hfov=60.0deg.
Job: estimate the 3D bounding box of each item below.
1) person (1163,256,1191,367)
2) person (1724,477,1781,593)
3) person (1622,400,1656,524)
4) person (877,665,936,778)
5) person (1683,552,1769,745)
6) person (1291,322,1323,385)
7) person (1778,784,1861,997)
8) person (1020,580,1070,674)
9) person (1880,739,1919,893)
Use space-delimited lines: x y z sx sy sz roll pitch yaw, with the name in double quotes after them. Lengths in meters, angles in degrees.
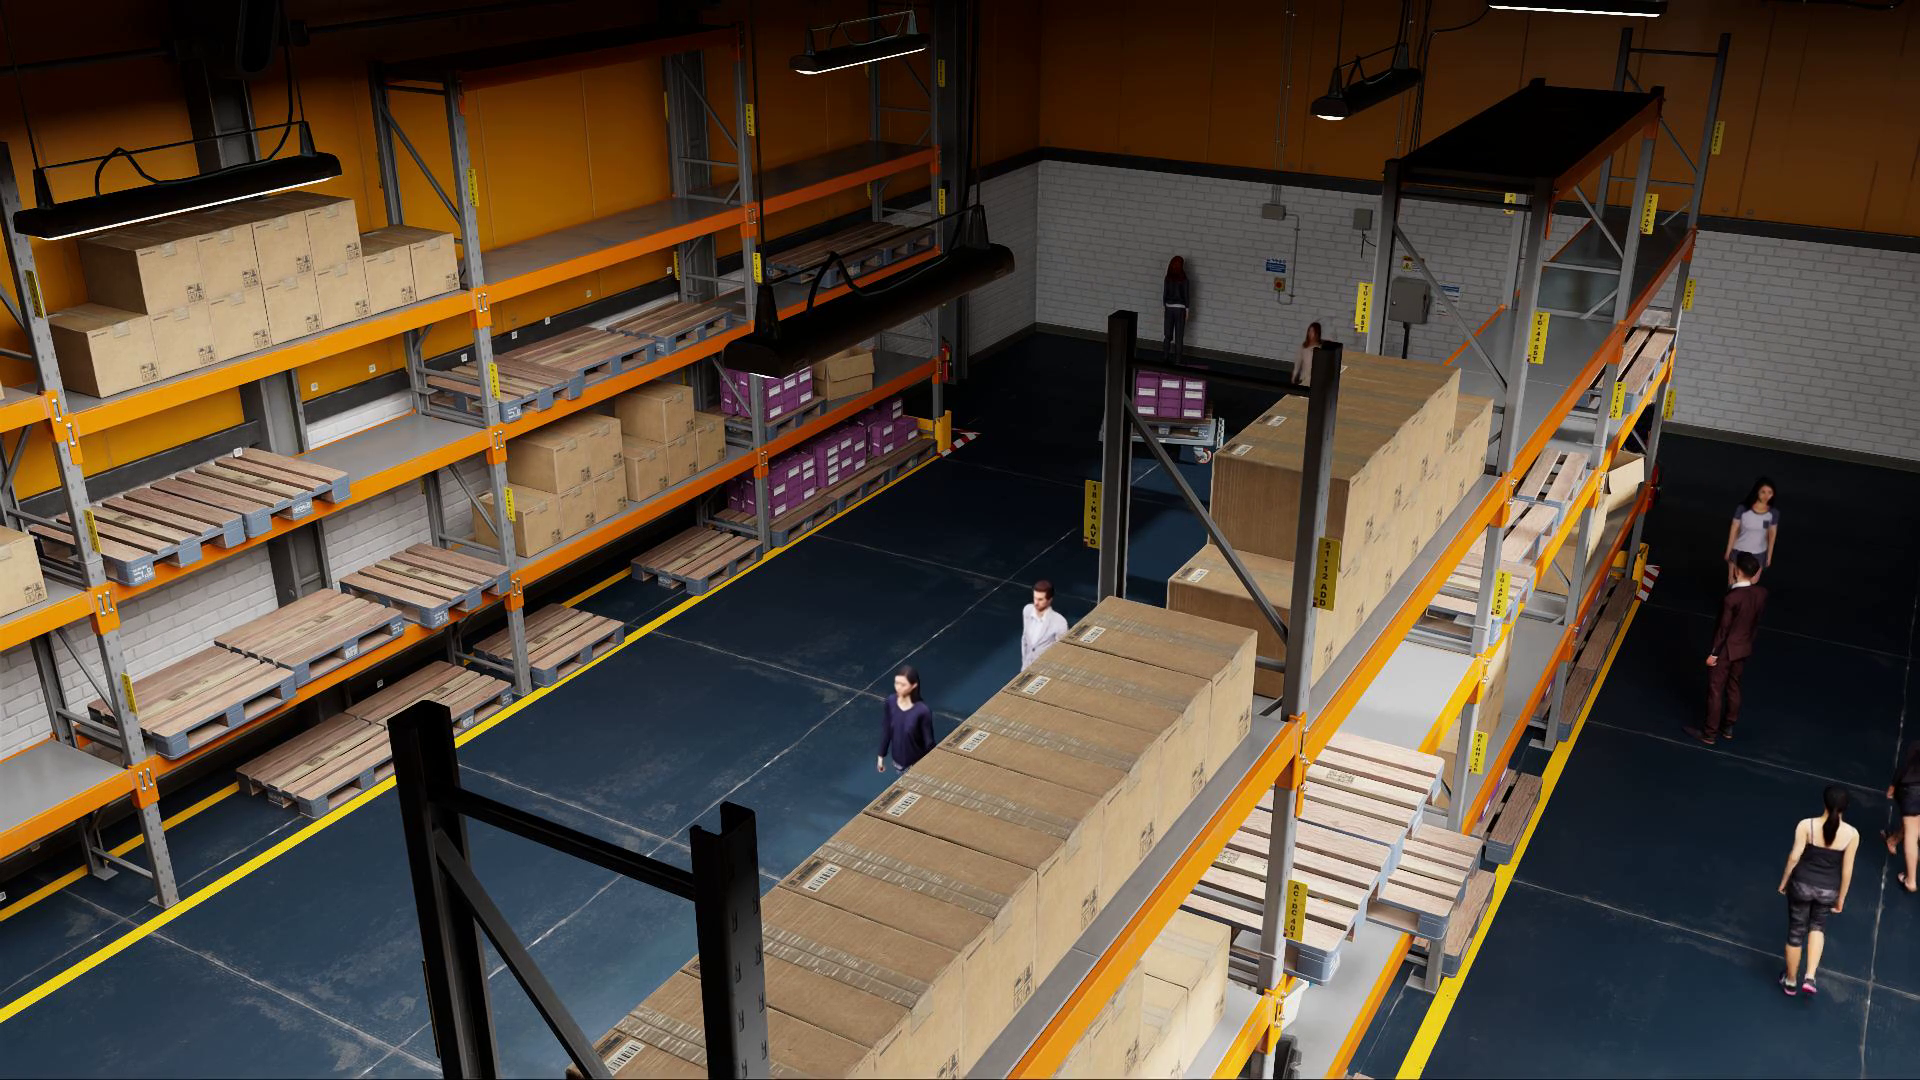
3.335 -3.530 25.752 0.605 1.780 0.520 16 28 32 "person"
8.305 0.102 17.546 0.679 1.696 0.699 5 24 12 "person"
8.244 -1.079 20.065 0.768 1.844 0.762 -14 27 -29 "person"
-0.367 1.780 13.716 0.730 1.689 1.088 18 29 35 "person"
7.092 0.993 15.300 0.731 1.864 0.840 -11 26 -24 "person"
4.858 -2.173 22.786 0.693 1.669 1.156 16 28 33 "person"
6.107 2.563 11.891 0.652 1.718 0.728 7 24 15 "person"
0.795 1.175 14.931 0.839 1.825 1.056 21 31 39 "person"
7.672 2.073 13.267 0.821 1.514 1.106 3 24 7 "person"
